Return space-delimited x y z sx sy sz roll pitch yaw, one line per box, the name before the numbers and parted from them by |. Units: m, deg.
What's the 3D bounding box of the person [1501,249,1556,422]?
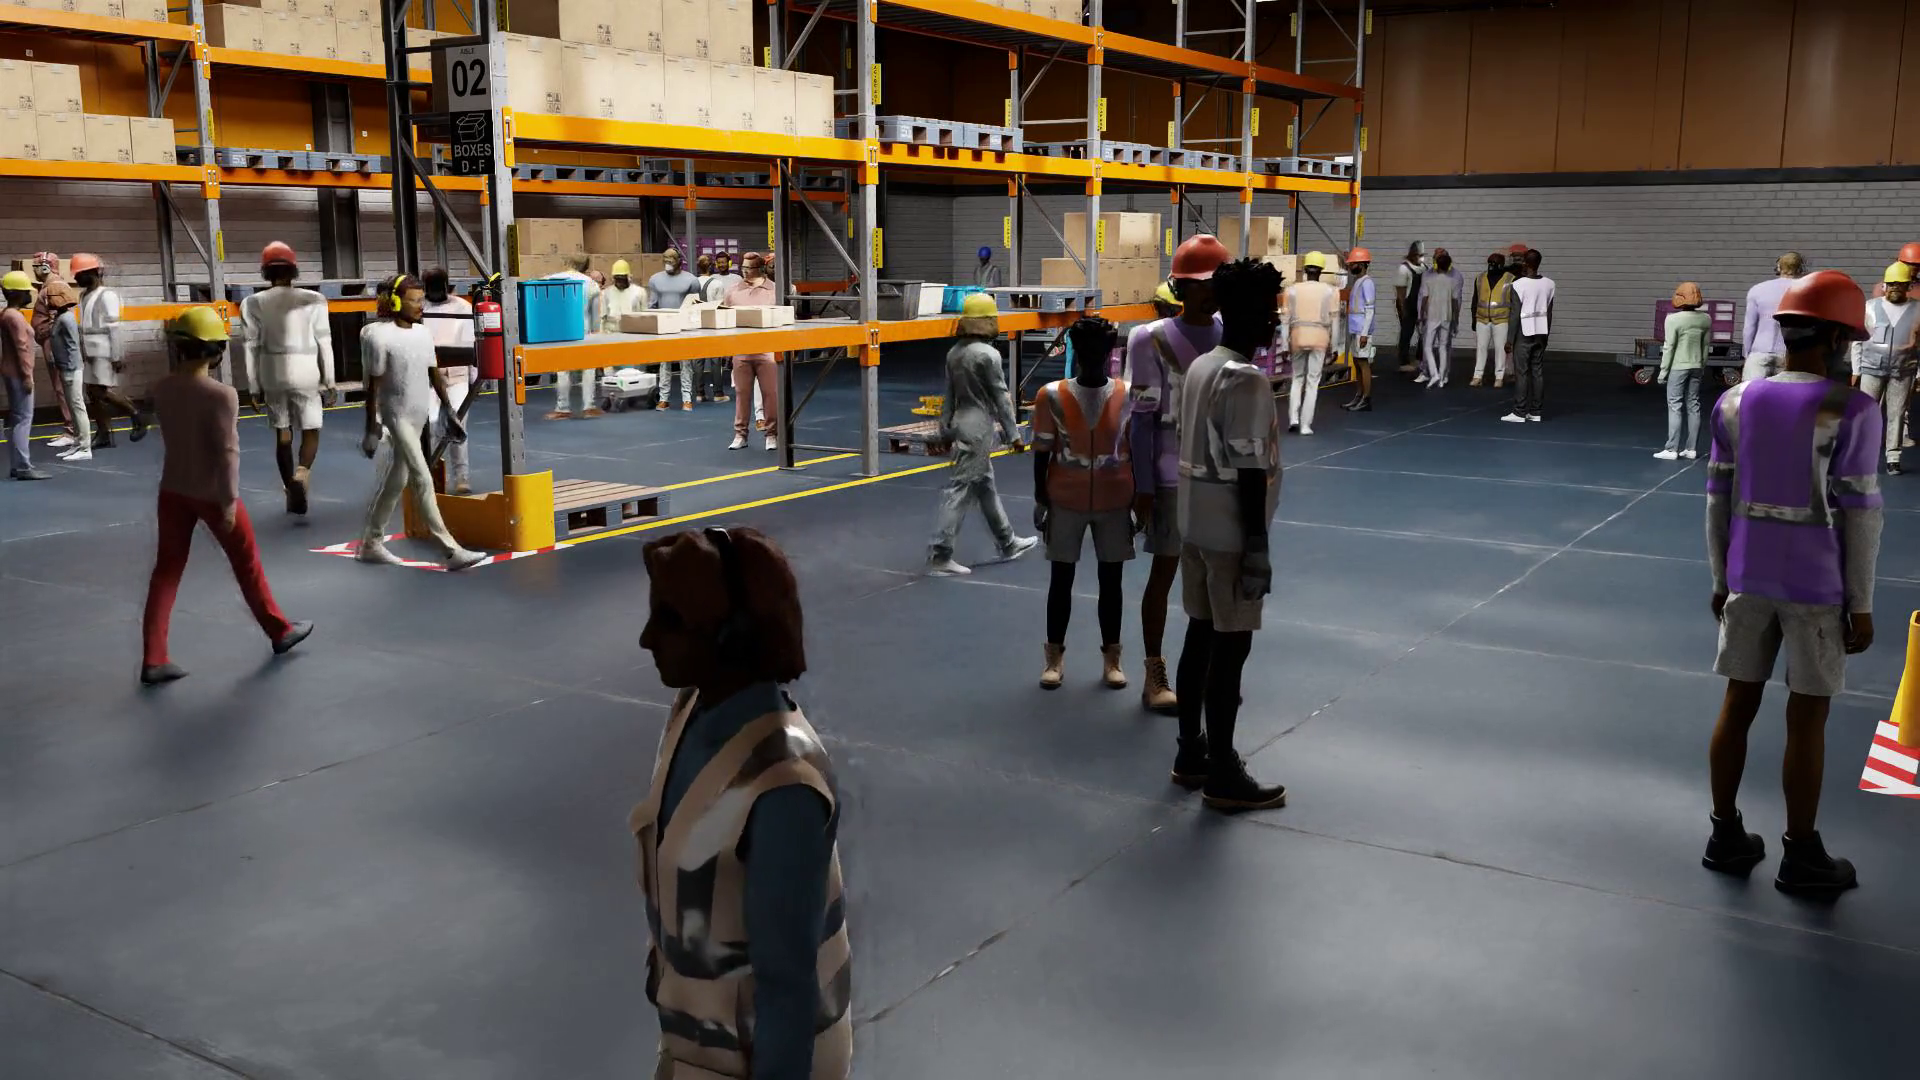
person | 6.341 -2.268 18.536 0.593 1.920 0.391 -5 11 -25

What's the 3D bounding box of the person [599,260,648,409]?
person | -4.081 -2.486 20.134 0.615 1.780 0.947 1 10 6

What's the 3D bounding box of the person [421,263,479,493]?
person | -4.158 -1.280 13.279 0.632 1.840 0.429 -3 11 -16

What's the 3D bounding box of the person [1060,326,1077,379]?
person | 1.518 -2.622 20.720 0.563 1.838 0.388 1 10 4

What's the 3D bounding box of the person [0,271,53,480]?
person | -7.941 -1.390 14.101 0.330 1.765 0.533 -8 13 -38

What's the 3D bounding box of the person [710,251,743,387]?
person | -3.228 -3.031 22.904 0.528 1.869 0.313 1 10 3

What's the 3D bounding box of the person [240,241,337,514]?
person | -4.906 -1.162 12.142 0.625 2.020 0.784 -2 10 -11

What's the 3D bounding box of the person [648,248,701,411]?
person | -3.378 -2.488 19.719 0.628 1.933 0.377 1 10 4

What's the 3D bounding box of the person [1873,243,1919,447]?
person | 9.216 -1.898 16.281 0.621 1.989 0.398 0 10 1

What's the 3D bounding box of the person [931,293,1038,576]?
person | 0.164 -0.644 10.153 0.893 1.700 0.493 -6 12 -29

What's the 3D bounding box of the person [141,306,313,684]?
person | -3.515 -0.227 7.789 0.532 1.713 0.947 4 11 19

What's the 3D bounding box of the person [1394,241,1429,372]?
person | 7.006 -3.589 25.520 0.700 2.000 0.608 -6 12 -32

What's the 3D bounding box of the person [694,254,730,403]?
person | -3.136 -2.627 20.727 0.508 1.847 0.345 3 11 17

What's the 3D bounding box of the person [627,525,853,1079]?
person | -0.324 0.773 2.490 0.378 1.625 0.537 -4 11 -22

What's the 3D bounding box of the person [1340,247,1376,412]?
person | 4.711 -2.484 19.682 0.375 1.935 0.550 0 10 0

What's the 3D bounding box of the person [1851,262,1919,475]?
person | 8.022 -1.474 14.369 0.588 1.835 0.404 5 11 26

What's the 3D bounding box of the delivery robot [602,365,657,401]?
delivery robot | -3.938 -1.862 19.805 0.477 0.478 0.707 5 11 27

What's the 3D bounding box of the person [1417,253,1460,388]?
person | 6.561 -2.995 22.779 0.566 1.848 0.625 0 10 2

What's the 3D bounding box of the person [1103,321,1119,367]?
person | 1.807 -2.920 22.282 0.628 1.883 0.899 3 11 16

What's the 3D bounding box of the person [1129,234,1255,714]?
person | 1.016 -0.278 7.166 0.608 2.044 0.372 -5 11 -26

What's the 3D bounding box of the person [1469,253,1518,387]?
person | 7.374 -3.033 23.001 0.624 1.841 0.430 7 12 33

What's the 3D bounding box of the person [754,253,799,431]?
person | -1.993 -2.106 17.736 0.572 1.883 0.353 -5 11 -27

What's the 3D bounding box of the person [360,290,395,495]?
person | -4.489 -1.160 13.195 0.508 1.634 0.311 1 10 3

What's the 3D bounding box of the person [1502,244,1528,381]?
person | 7.980 -3.268 23.952 0.660 1.963 0.627 10 14 43

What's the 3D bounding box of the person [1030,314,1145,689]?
person | 0.583 -0.165 7.493 0.540 1.696 0.317 0 10 1

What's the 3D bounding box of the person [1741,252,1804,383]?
person | 7.461 -1.673 15.270 0.831 1.913 0.560 4 11 21

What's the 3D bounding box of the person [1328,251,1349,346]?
person | 6.052 -3.624 26.261 0.916 1.836 0.604 3 11 17

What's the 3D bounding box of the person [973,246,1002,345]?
person | 0.547 -4.336 30.031 0.720 1.915 0.628 -9 14 -41

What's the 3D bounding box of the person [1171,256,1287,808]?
person | 0.970 -0.029 5.993 0.367 1.964 0.609 -2 10 -12

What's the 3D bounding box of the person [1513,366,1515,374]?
person | 8.355 -3.333 25.227 0.280 1.633 0.500 2 10 10

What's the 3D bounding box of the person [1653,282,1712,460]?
person | 6.689 -1.559 15.387 0.500 1.636 0.280 -3 11 -18

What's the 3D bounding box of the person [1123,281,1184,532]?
person | 1.331 -0.909 11.483 0.547 1.738 0.548 9 13 40

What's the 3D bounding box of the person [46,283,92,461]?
person | -8.239 -1.551 15.351 0.279 1.634 0.497 -7 12 -34

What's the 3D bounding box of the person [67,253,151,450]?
person | -8.296 -1.825 16.135 0.549 1.907 0.559 7 12 34

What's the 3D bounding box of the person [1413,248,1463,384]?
person | 6.744 -3.161 23.512 0.636 1.911 0.406 8 13 39

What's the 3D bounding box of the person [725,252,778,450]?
person | -1.975 -1.813 16.062 0.643 1.905 0.400 2 10 8

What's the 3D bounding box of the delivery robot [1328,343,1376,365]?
delivery robot | 5.910 -2.824 25.134 0.707 0.478 0.477 0 10 1

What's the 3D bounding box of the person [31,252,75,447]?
person | -8.912 -1.874 16.387 0.400 1.907 0.645 -4 11 -20

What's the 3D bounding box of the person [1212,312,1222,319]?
person | 2.109 -1.413 14.439 0.377 1.679 0.557 -8 13 -36

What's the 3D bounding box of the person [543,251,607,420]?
person | -4.387 -2.289 18.748 0.736 1.895 0.370 -5 12 -27

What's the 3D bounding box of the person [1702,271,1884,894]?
person | 2.609 0.133 5.208 0.374 1.928 0.542 -6 12 -32

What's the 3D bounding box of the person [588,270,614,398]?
person | -4.601 -2.605 21.173 0.517 1.639 0.314 1 10 3

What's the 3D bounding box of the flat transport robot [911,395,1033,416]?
flat transport robot | 0.151 -1.591 19.351 0.652 0.197 1.431 9 13 40

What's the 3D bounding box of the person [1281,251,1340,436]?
person | 3.648 -2.037 17.288 0.587 1.906 0.527 4 11 22

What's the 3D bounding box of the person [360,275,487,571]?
person | -3.366 -0.714 10.224 0.973 1.811 0.481 3 11 16
